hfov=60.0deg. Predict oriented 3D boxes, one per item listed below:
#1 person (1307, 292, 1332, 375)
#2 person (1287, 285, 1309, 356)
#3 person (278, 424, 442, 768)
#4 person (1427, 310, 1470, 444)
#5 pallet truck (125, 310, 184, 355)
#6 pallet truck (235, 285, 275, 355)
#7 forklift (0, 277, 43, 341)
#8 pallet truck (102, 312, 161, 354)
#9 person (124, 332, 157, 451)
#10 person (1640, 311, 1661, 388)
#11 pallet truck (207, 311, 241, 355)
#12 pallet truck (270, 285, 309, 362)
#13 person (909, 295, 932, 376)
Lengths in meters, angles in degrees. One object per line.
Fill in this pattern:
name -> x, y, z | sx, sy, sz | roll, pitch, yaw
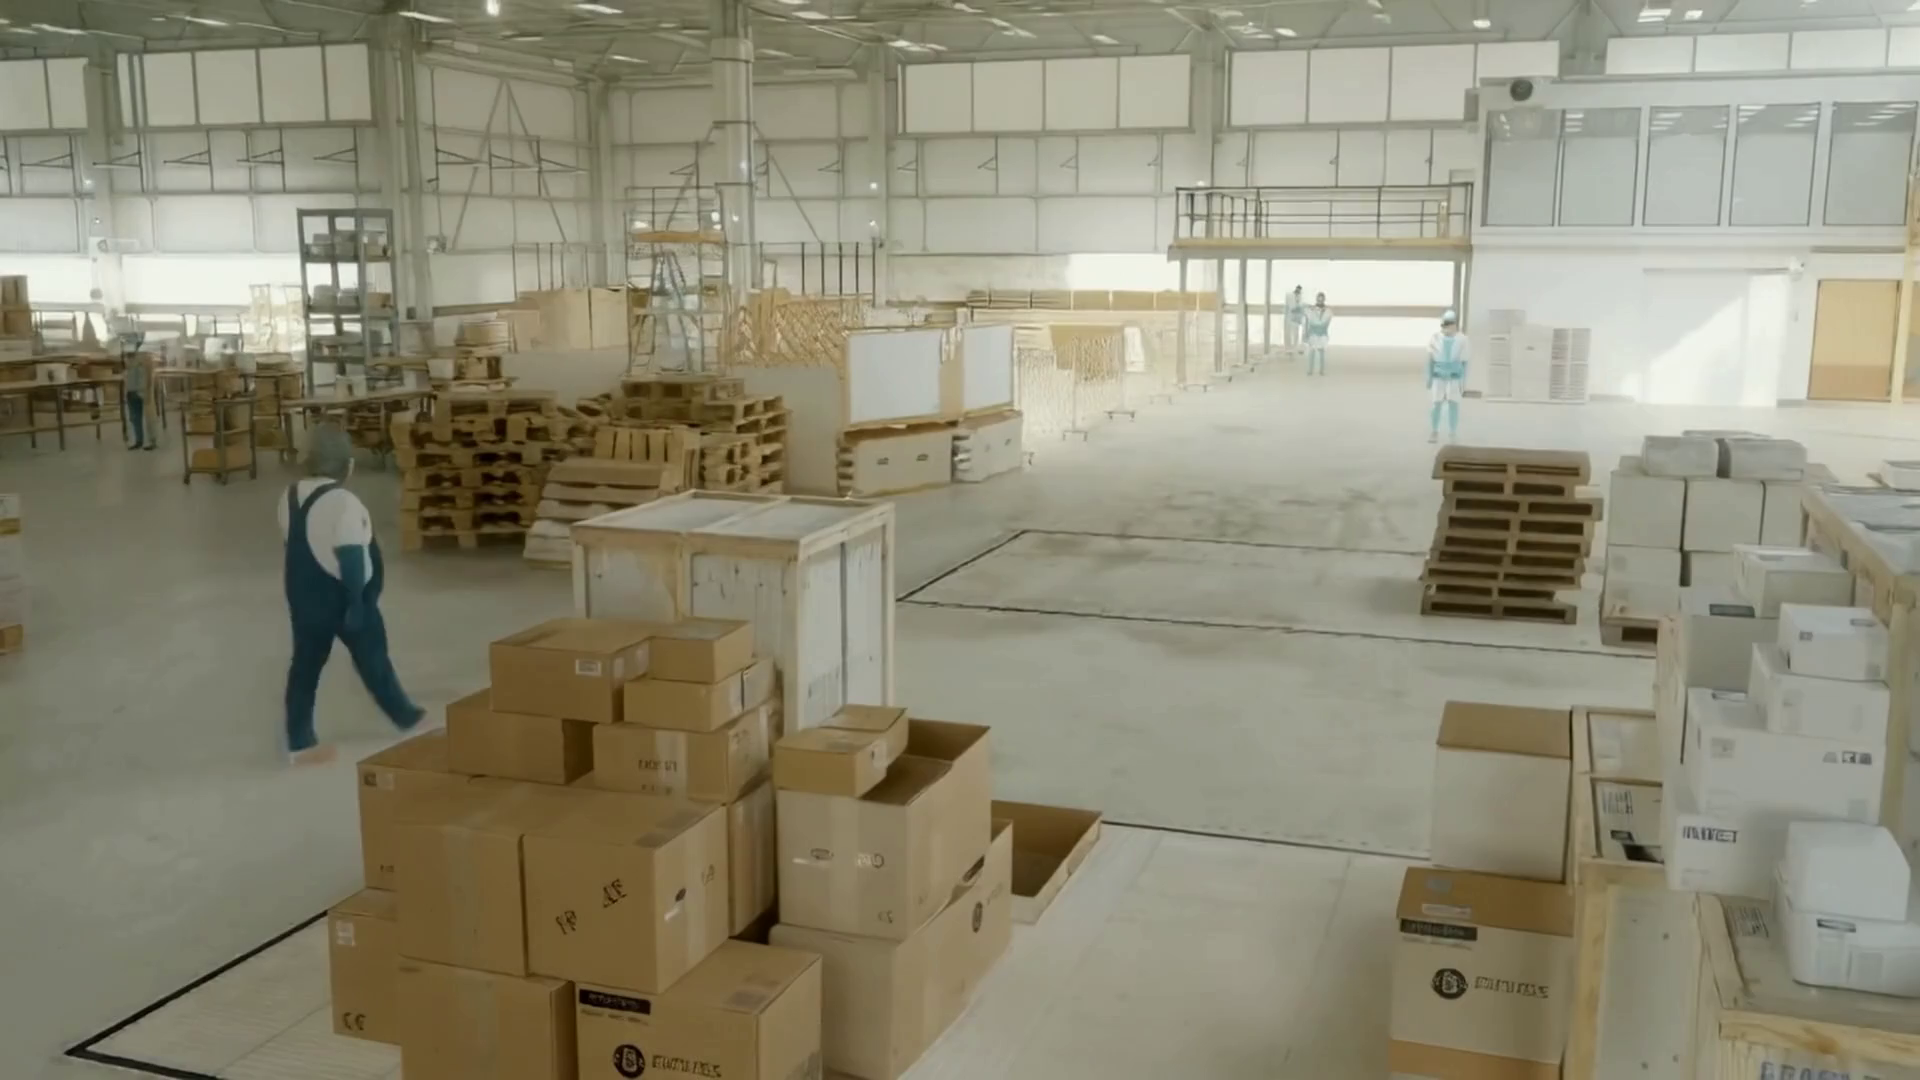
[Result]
person -> 8.389, -4.812, 38.851 | 0.542, 1.931, 0.366 | 4, 11, 19
person -> 9.268, -6.023, 45.679 | 0.585, 1.927, 0.366 | 4, 11, 19
person -> -3.622, 0.281, 9.859 | 0.708, 2.000, 0.988 | 6, 12, 32
person -> 7.428, -2.473, 25.363 | 0.606, 2.044, 0.374 | 4, 11, 19
pallet truck -> -22.038, -5.665, 45.457 | 0.704, 1.261, 1.522 | 3, 11, 17
pallet truck -> -18.327, -5.835, 44.421 | 0.823, 1.965, 1.885 | 4, 11, 23
forklift -> -27.151, -6.329, 46.328 | 1.157, 1.987, 2.680 | 3, 11, 17
pallet truck -> -23.057, -5.777, 46.261 | 0.680, 1.201, 1.601 | 3, 11, 19
person -> -12.114, -2.182, 24.520 | 0.522, 1.763, 0.320 | 4, 11, 19
person -> 13.474, -3.658, 32.501 | 0.508, 1.872, 0.329 | 4, 11, 19
pallet truck -> -19.537, -5.575, 44.913 | 0.653, 1.274, 1.630 | 3, 11, 19
pallet truck -> -17.147, -5.700, 43.663 | 0.823, 1.965, 1.885 | 3, 11, 17
person -> -0.924, -4.753, 38.654 | 0.573, 1.883, 0.356 | 4, 11, 19
